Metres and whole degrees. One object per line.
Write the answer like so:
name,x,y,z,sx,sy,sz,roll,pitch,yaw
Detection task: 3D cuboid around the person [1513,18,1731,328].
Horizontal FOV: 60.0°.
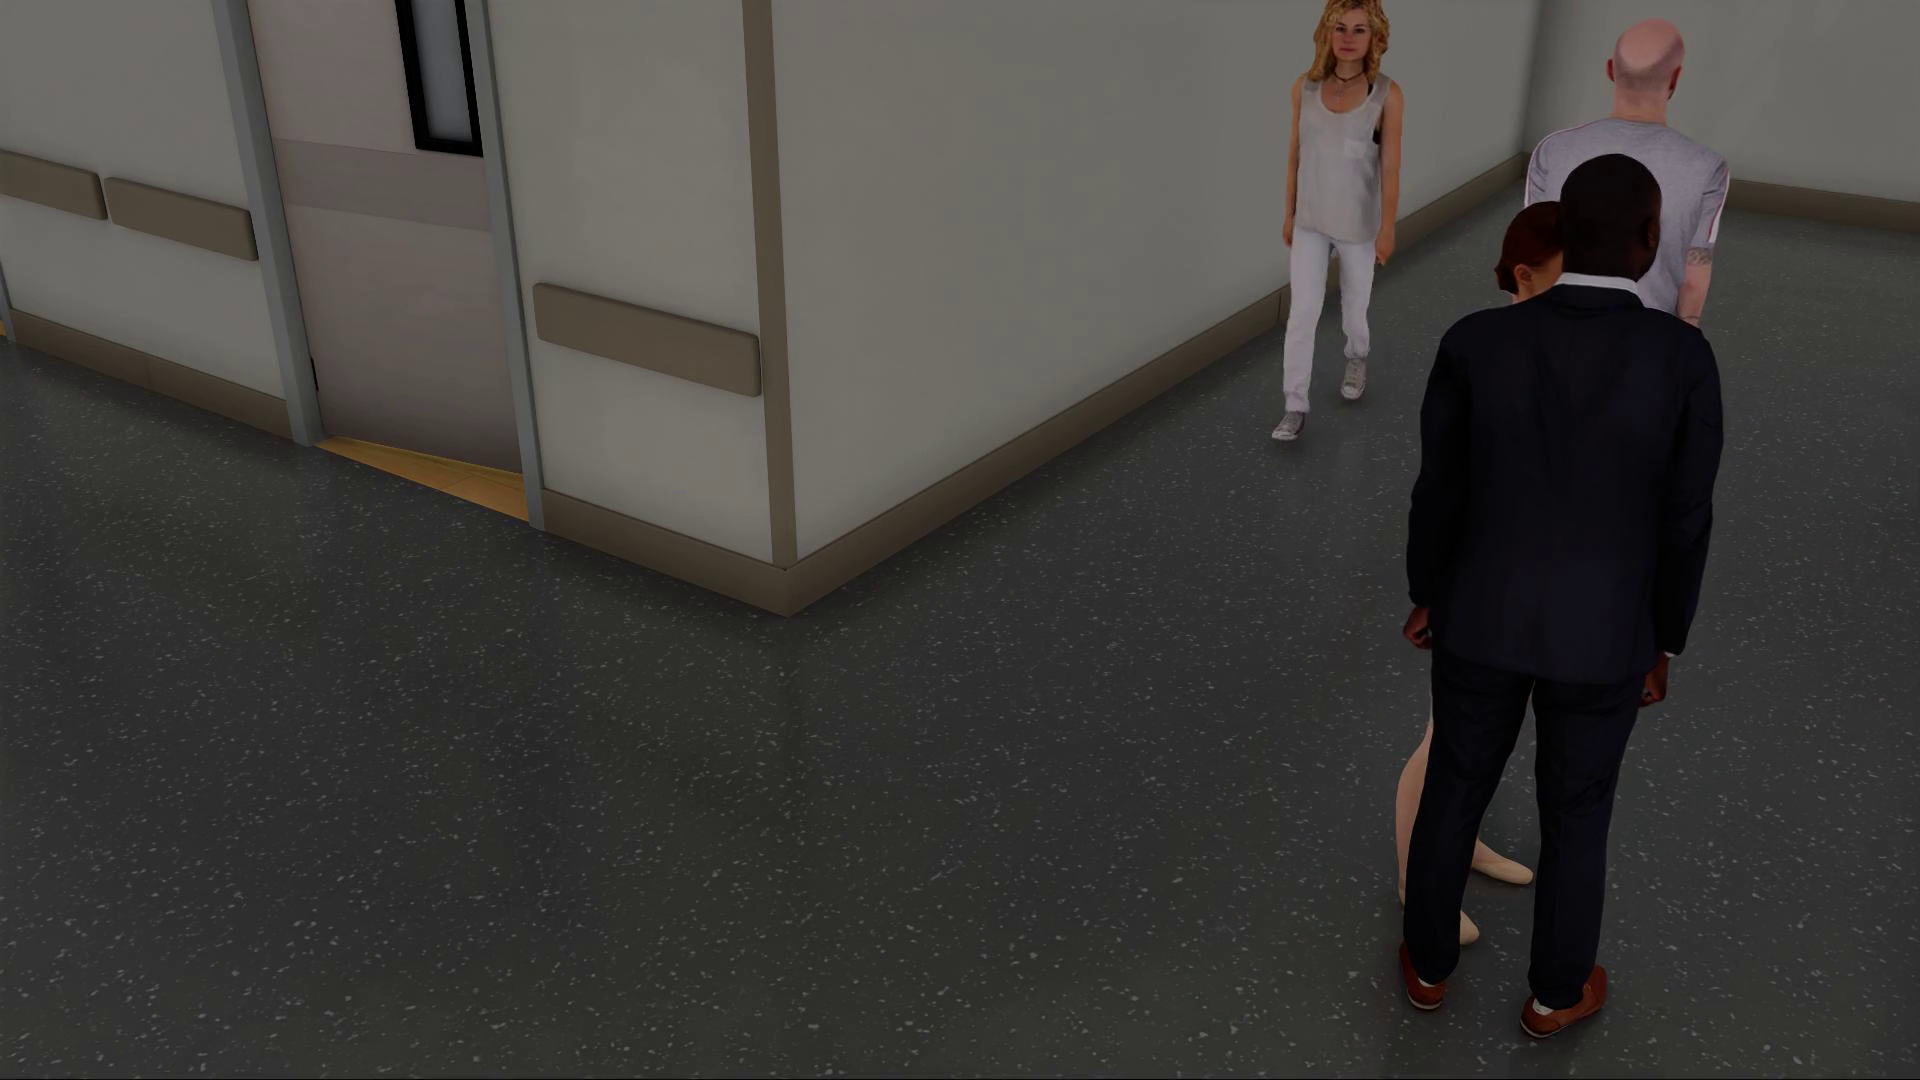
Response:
person,1.742,-0.485,4.565,0.661,1.831,0.593,14,29,27

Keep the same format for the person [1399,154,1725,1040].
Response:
person,1.126,0.171,3.211,0.703,1.825,0.625,14,29,27

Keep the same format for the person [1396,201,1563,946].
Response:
person,1.169,0.085,3.598,0.636,1.644,0.459,22,34,38

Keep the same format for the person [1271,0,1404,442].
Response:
person,1.478,-1.242,6.356,0.724,1.638,1.108,11,28,22
